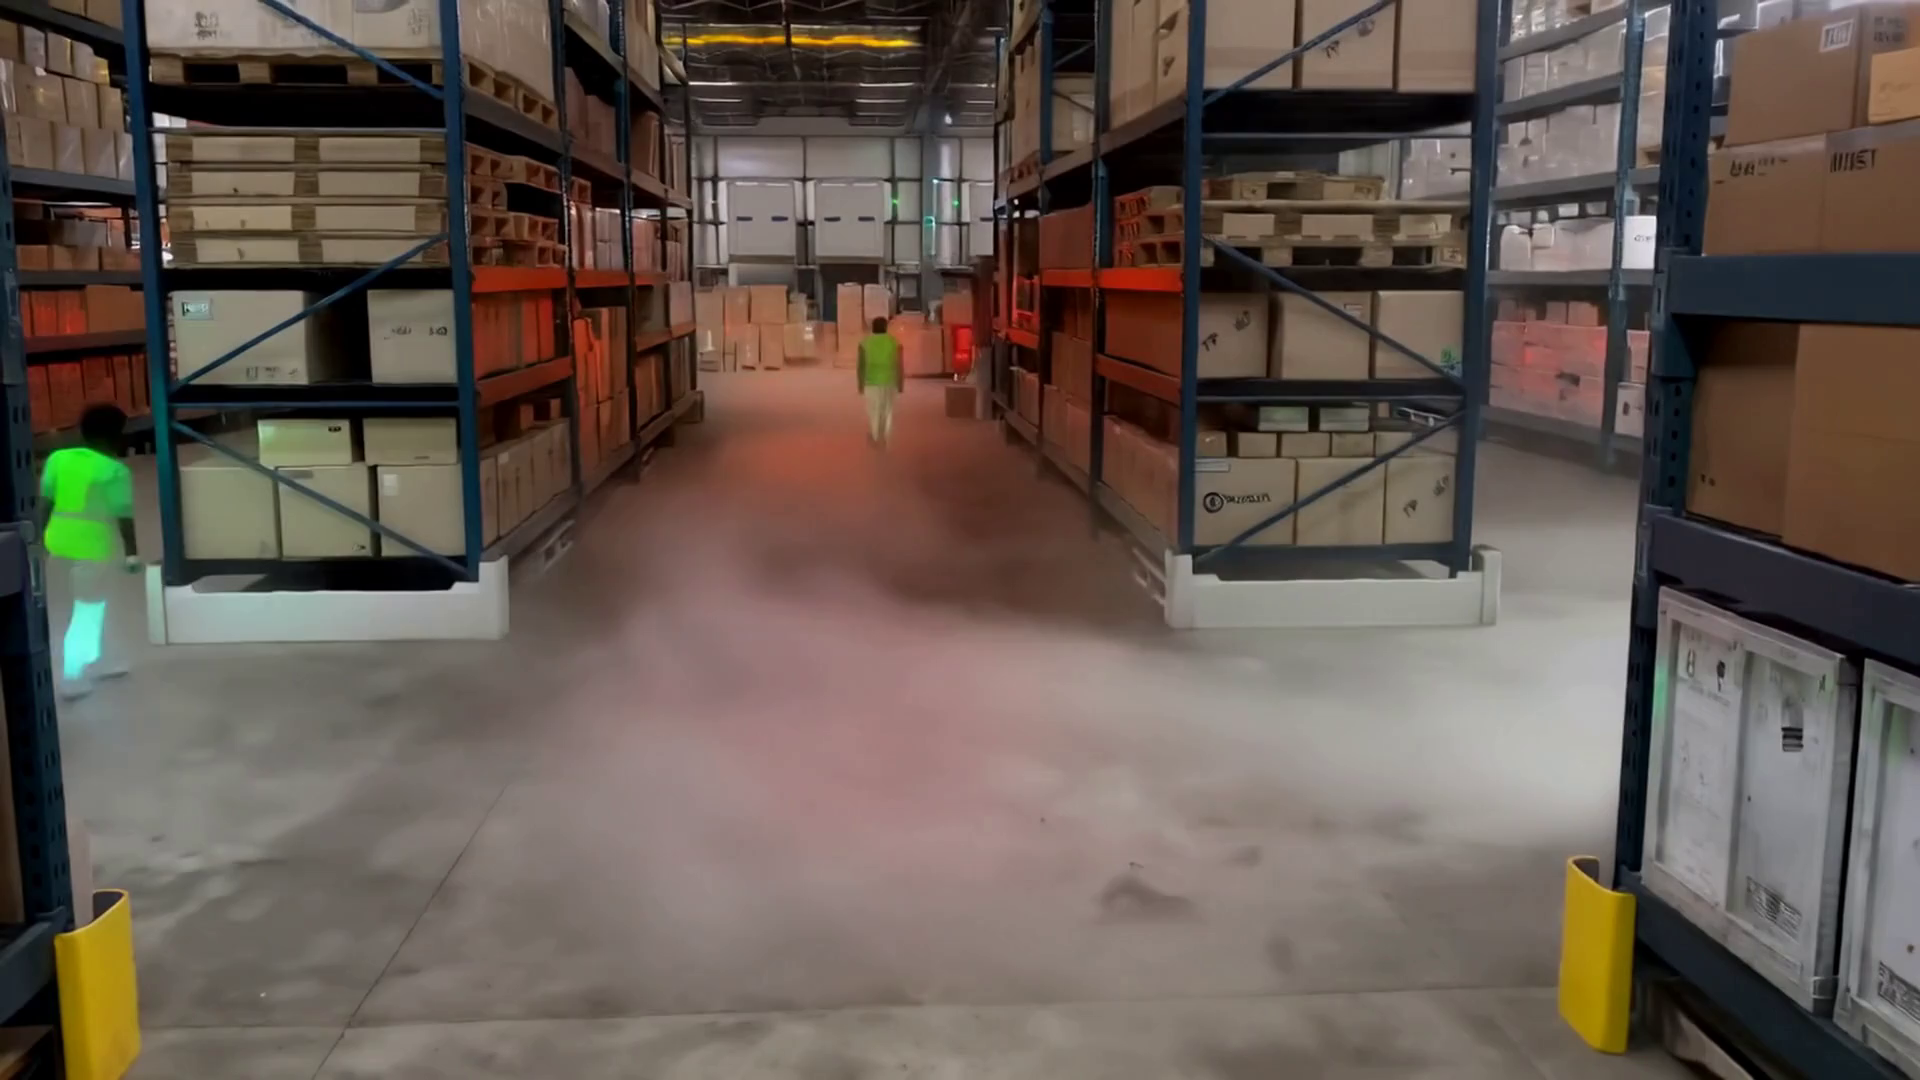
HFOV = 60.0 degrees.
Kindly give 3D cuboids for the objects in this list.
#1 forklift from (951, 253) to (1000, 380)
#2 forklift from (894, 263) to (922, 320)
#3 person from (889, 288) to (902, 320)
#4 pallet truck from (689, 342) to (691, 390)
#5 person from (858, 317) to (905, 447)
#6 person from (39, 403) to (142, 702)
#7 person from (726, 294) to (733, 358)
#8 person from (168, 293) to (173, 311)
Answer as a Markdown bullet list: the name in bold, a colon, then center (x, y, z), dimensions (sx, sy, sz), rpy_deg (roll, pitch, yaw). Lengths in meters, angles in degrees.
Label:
- **forklift**: center (0.708, -4.930, 36.788), dimensions (1.873, 2.768, 1.129), rpy_deg (-1, 9, -5)
- **forklift**: center (-1.986, -9.019, 62.461), dimensions (1.129, 2.768, 1.873), rpy_deg (-1, 9, -4)
- **person**: center (-2.311, -7.828, 57.978), dimensions (0.634, 1.930, 0.384), rpy_deg (3, 10, 19)
- **pallet truck**: center (-5.225, -3.008, 27.480), dimensions (1.885, 1.965, 0.823), rpy_deg (2, 9, 14)
- **person**: center (-1.078, -2.186, 22.984), dimensions (0.638, 1.789, 0.980), rpy_deg (0, 9, 2)
- **person**: center (-4.841, 0.061, 9.300), dimensions (0.595, 1.652, 0.577), rpy_deg (4, 10, 26)
- **person**: center (-6.235, -5.588, 44.052), dimensions (1.004, 1.884, 0.632), rpy_deg (-4, 10, -24)
- **person**: center (-31.523, -9.152, 66.310), dimensions (0.589, 1.918, 0.392), rpy_deg (8, 12, 43)
